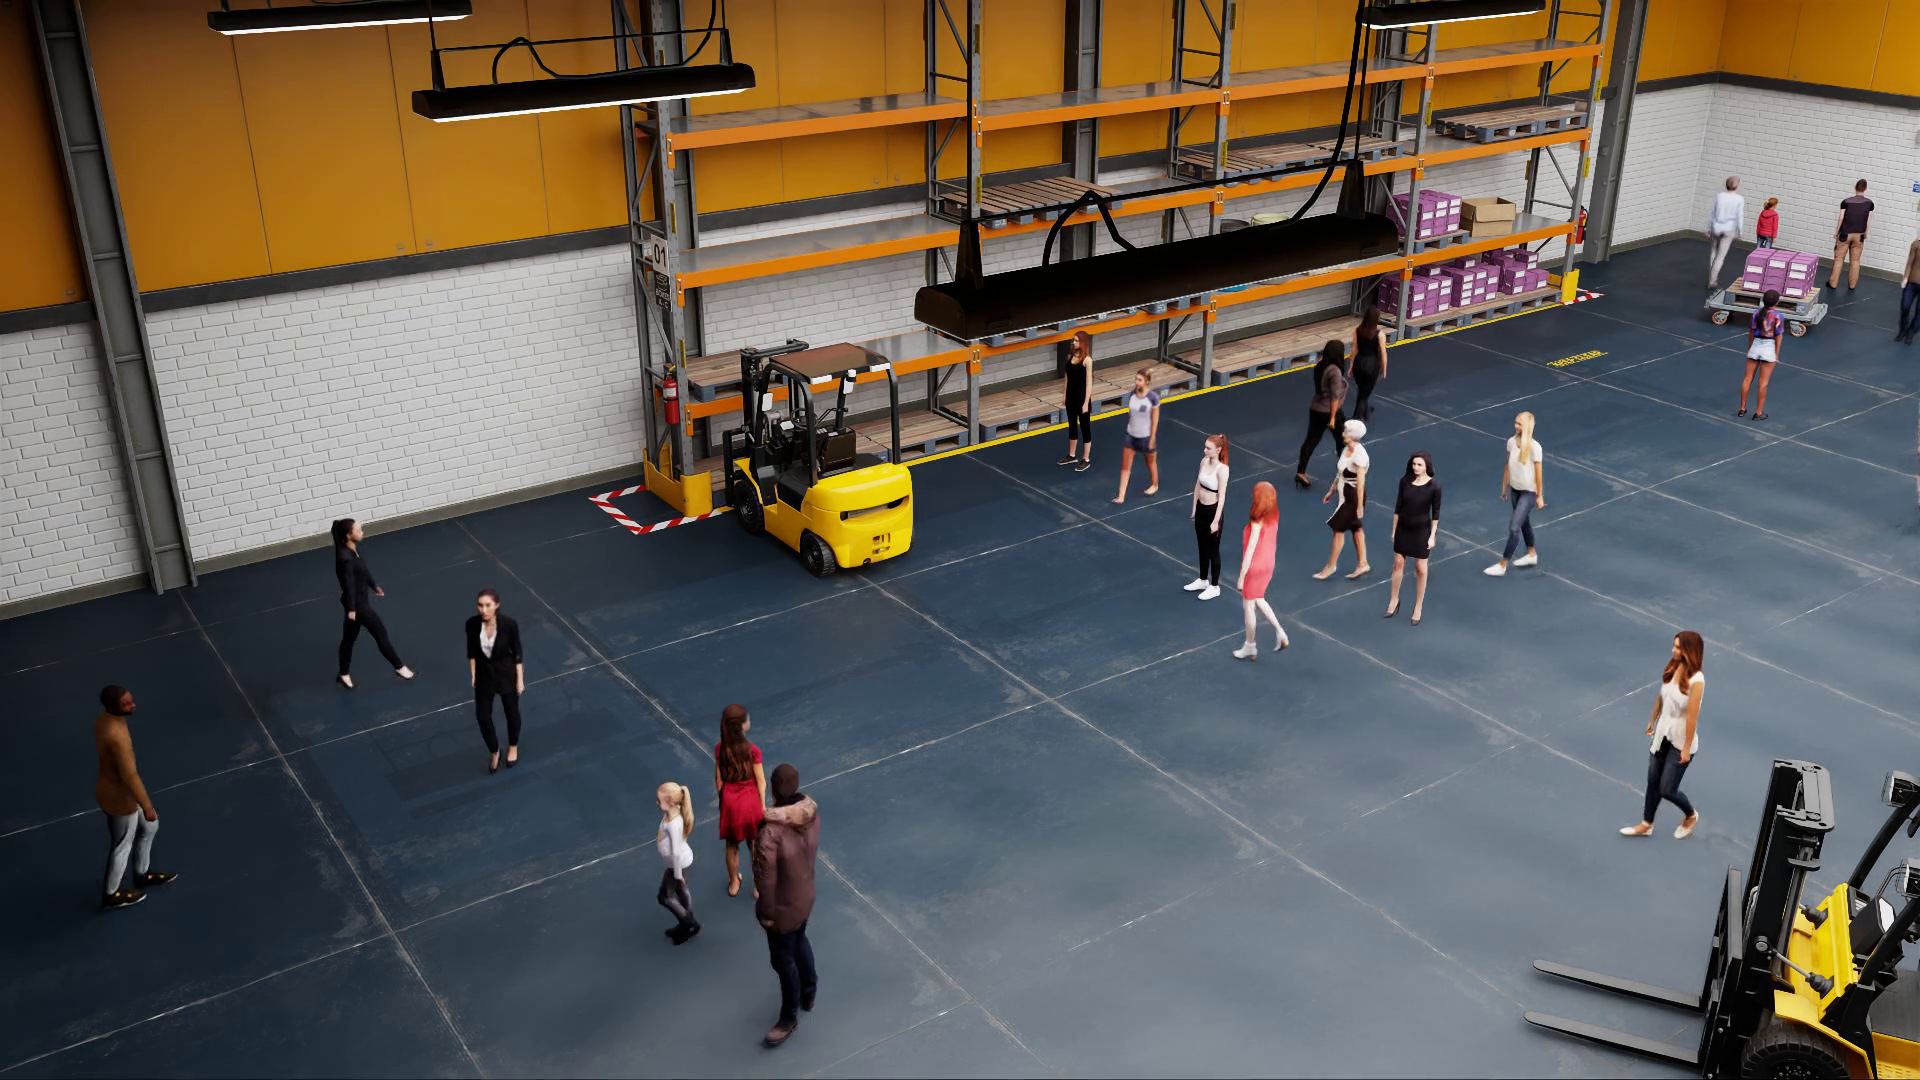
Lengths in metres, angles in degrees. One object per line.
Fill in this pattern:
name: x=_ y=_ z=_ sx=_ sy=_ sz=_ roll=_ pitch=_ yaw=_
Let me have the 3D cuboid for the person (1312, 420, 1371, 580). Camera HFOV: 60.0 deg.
person: x=4.150 y=-0.388 z=17.187 sx=0.977 sy=1.726 sz=0.893 roll=0 pitch=24 yaw=0

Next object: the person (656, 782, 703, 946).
person: x=-1.928 y=2.259 z=11.698 sx=0.629 sy=1.271 sz=0.585 roll=-1 pitch=24 yaw=-3

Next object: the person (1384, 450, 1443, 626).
person: x=4.446 y=-0.034 z=16.278 sx=0.635 sy=1.804 sz=0.587 roll=18 pitch=29 yaw=35

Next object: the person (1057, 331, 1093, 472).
person: x=1.448 y=-1.714 z=20.217 sx=0.531 sy=1.726 sz=0.581 roll=-19 pitch=30 yaw=-37

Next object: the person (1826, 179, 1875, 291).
person: x=14.957 y=-5.138 z=27.909 sx=0.771 sy=1.841 sz=0.818 roll=5 pitch=24 yaw=12

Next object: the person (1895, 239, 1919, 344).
person: x=14.463 y=-3.886 z=25.001 sx=0.737 sy=1.875 sz=0.713 roll=17 pitch=29 yaw=34

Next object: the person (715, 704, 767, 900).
person: x=-1.597 y=1.909 z=12.150 sx=0.681 sy=1.551 sz=0.741 roll=5 pitch=24 yaw=11

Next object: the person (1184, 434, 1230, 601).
person: x=2.538 y=-0.250 z=16.852 sx=0.561 sy=1.741 sz=0.611 roll=-12 pitch=26 yaw=-25

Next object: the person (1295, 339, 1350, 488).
person: x=4.198 y=-1.435 z=19.483 sx=1.141 sy=1.803 sz=0.819 roll=-10 pitch=25 yaw=-21

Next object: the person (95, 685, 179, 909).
person: x=-6.116 y=1.860 z=11.973 sx=0.772 sy=1.783 sz=0.681 roll=-18 pitch=29 yaw=-35

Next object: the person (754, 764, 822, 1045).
person: x=-1.119 y=2.371 z=10.771 sx=1.013 sy=1.809 sz=0.842 roll=4 pitch=24 yaw=9

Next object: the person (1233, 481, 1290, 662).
person: x=2.837 y=0.333 z=15.427 sx=0.813 sy=1.813 sz=0.804 roll=16 pitch=28 yaw=32

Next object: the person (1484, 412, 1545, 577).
person: x=5.939 y=-0.477 z=17.338 sx=1.067 sy=1.766 sz=0.752 roll=-10 pitch=25 yaw=-21

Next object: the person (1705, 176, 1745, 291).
person: x=12.733 y=-5.117 z=27.836 sx=0.854 sy=1.860 sz=1.094 roll=19 pitch=30 yaw=37

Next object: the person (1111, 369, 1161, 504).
person: x=2.141 y=-1.198 z=19.227 sx=0.762 sy=1.575 sz=1.089 roll=18 pitch=29 yaw=35

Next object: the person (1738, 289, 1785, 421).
person: x=10.550 y=-2.452 z=21.888 sx=0.533 sy=1.741 sz=0.600 roll=-18 pitch=30 yaw=-36

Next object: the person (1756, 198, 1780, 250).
person: x=14.005 y=-5.291 z=28.915 sx=0.485 sy=1.314 sz=0.507 roll=-16 pitch=28 yaw=-32

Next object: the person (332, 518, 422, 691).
person: x=-5.509 y=0.612 z=14.961 sx=1.028 sy=1.674 sz=0.763 roll=-9 pitch=25 yaw=-19

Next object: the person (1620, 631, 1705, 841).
person: x=5.531 y=1.527 z=12.739 sx=0.909 sy=1.779 sz=0.820 roll=-4 pitch=24 yaw=-8

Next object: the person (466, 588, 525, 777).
person: x=-3.823 y=1.118 z=13.836 sx=0.729 sy=1.648 sz=0.807 roll=-1 pitch=24 yaw=-1

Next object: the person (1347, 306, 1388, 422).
person: x=5.157 y=-2.119 z=21.255 sx=0.840 sy=1.638 sz=1.188 roll=17 pitch=29 yaw=34
